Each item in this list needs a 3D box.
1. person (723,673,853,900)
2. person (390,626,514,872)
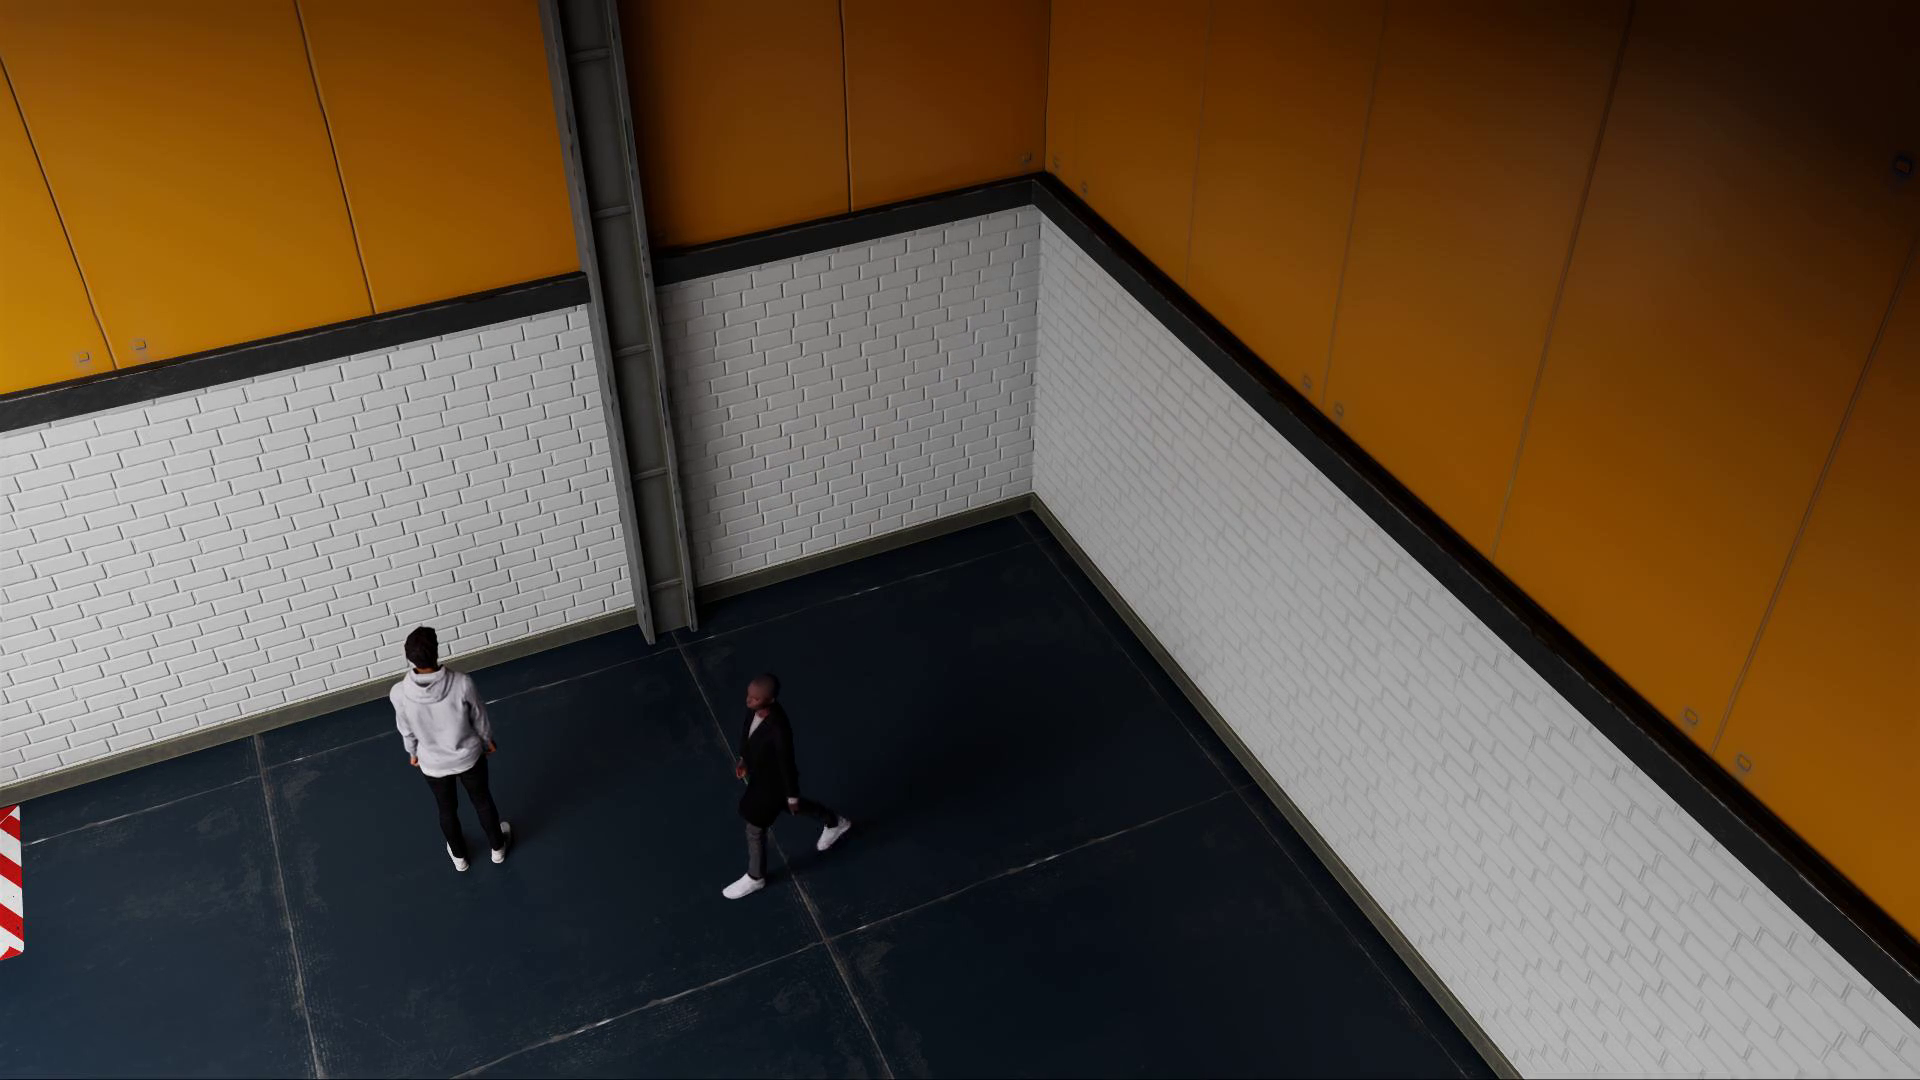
[{"bbox_3d":[-1.070,1.445,10.274,1.144,1.724,0.656,-14,41,-17],"label":"person"},{"bbox_3d":[-3.150,1.306,10.283,0.583,1.930,0.778,-10,40,-13],"label":"person"}]
